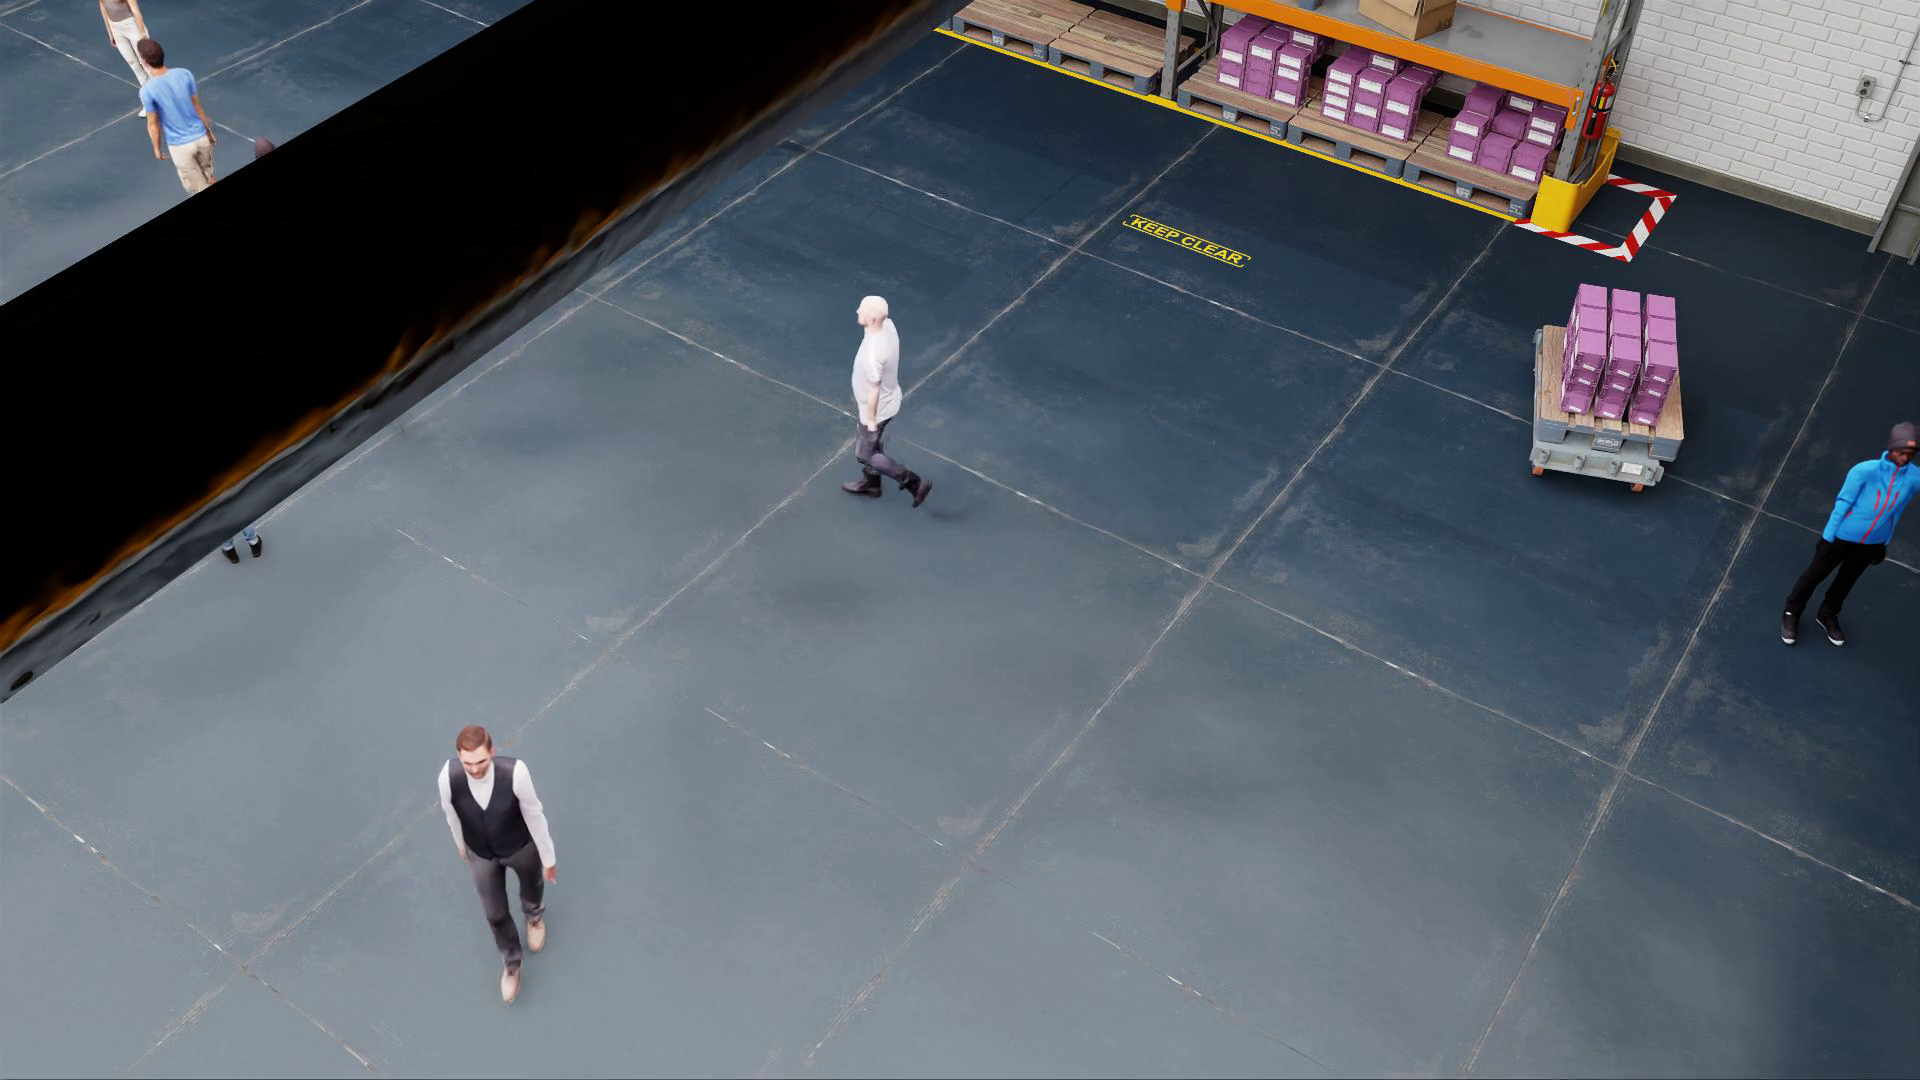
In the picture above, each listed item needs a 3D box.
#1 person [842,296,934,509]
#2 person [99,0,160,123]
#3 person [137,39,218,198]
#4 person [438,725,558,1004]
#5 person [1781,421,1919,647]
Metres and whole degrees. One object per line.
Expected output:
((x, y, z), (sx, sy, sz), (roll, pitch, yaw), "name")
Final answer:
((-0.511, -0.948, 11.804), (1.070, 1.815, 0.891), (8, 44, 9), "person")
((-7.987, -4.889, 16.012), (0.569, 1.716, 0.707), (11, 45, 12), "person")
((-6.612, -3.403, 14.364), (0.876, 1.839, 0.649), (28, 50, 26), "person")
((-2.485, 1.581, 9.073), (0.985, 1.919, 1.038), (-5, 44, -5), "person")
((5.856, -0.048, 10.874), (0.660, 1.794, 0.758), (1, 44, 2), "person")
